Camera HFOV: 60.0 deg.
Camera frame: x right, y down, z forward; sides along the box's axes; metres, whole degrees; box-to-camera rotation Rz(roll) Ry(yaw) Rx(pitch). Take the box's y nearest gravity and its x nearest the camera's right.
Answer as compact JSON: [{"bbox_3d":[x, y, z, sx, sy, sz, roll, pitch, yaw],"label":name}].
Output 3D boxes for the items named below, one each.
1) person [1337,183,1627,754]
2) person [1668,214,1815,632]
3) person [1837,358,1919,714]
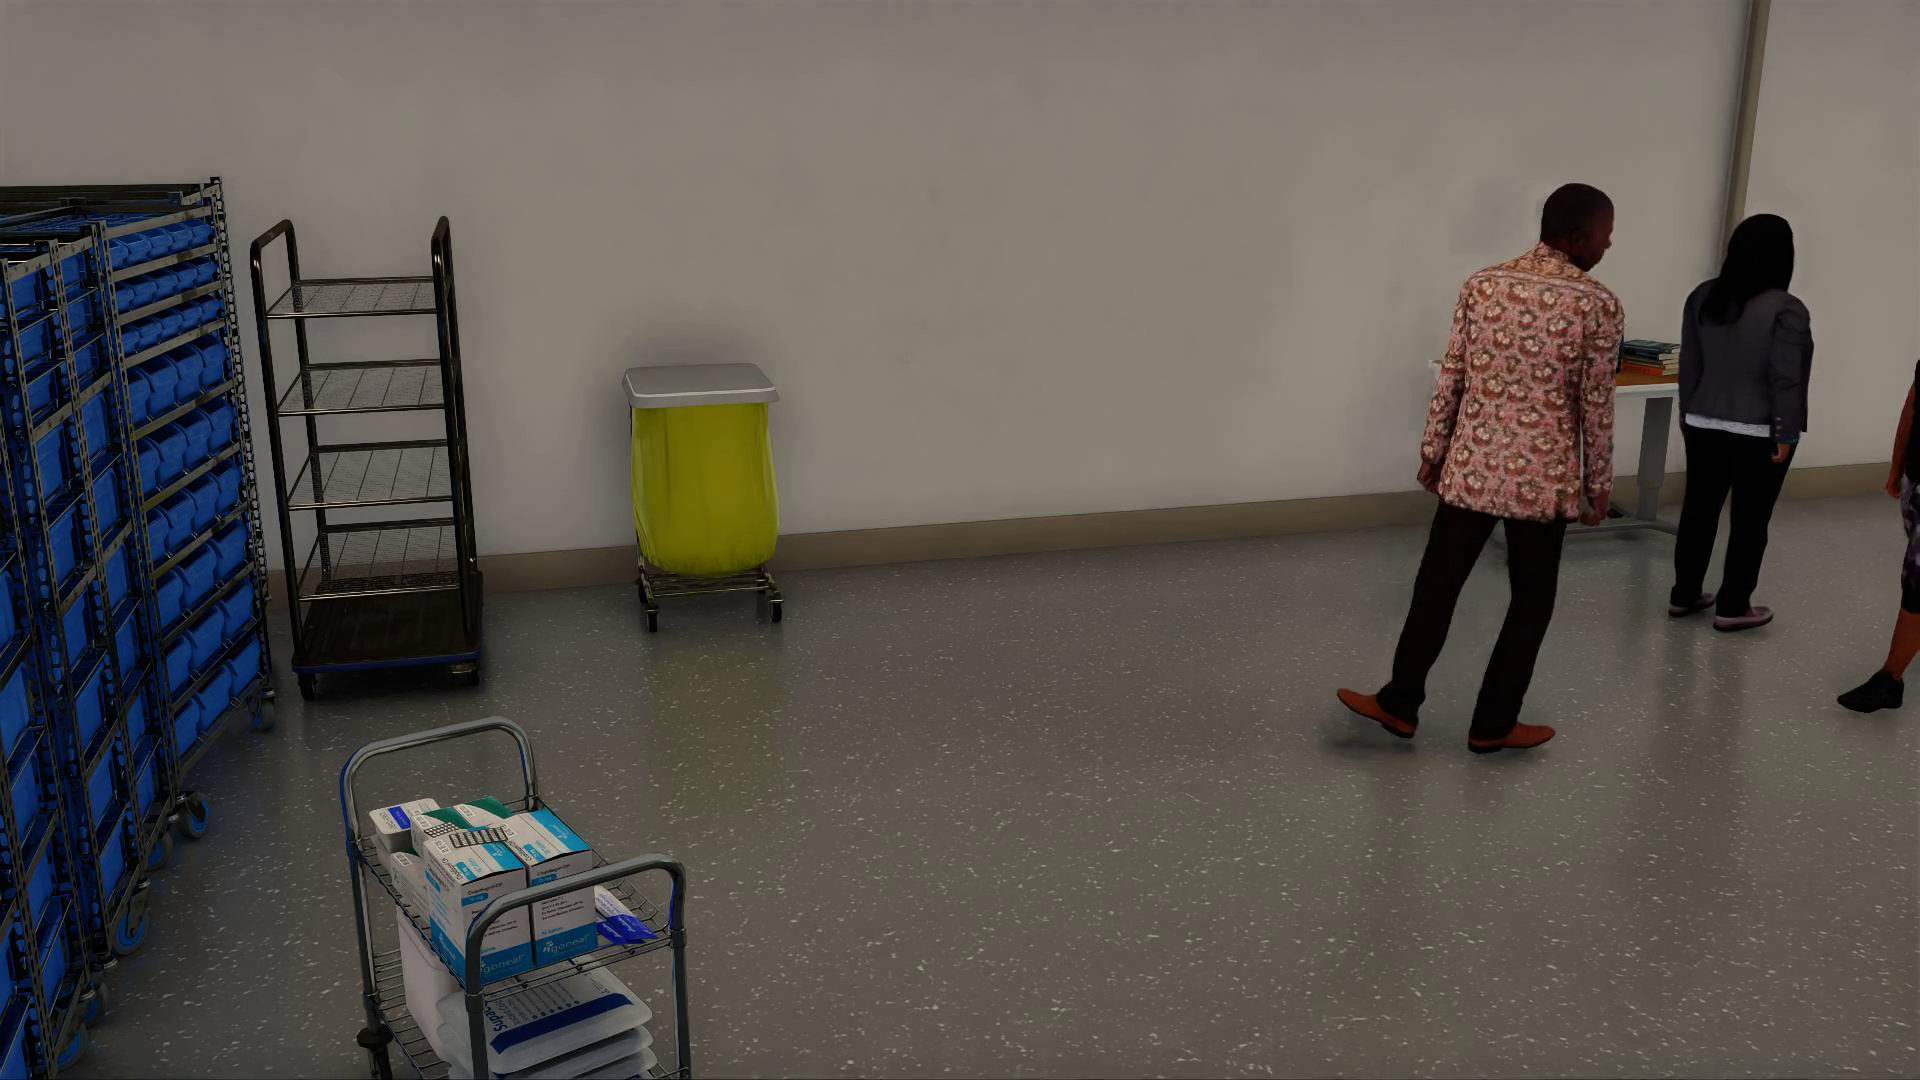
[{"bbox_3d":[1.659,-0.191,5.170,0.976,1.779,1.001,6,17,22],"label":"person"},{"bbox_3d":[2.999,-0.447,6.412,0.743,1.598,0.740,-9,18,-29],"label":"person"},{"bbox_3d":[3.367,-0.223,5.543,1.024,1.639,0.608,-4,16,-12],"label":"person"}]
